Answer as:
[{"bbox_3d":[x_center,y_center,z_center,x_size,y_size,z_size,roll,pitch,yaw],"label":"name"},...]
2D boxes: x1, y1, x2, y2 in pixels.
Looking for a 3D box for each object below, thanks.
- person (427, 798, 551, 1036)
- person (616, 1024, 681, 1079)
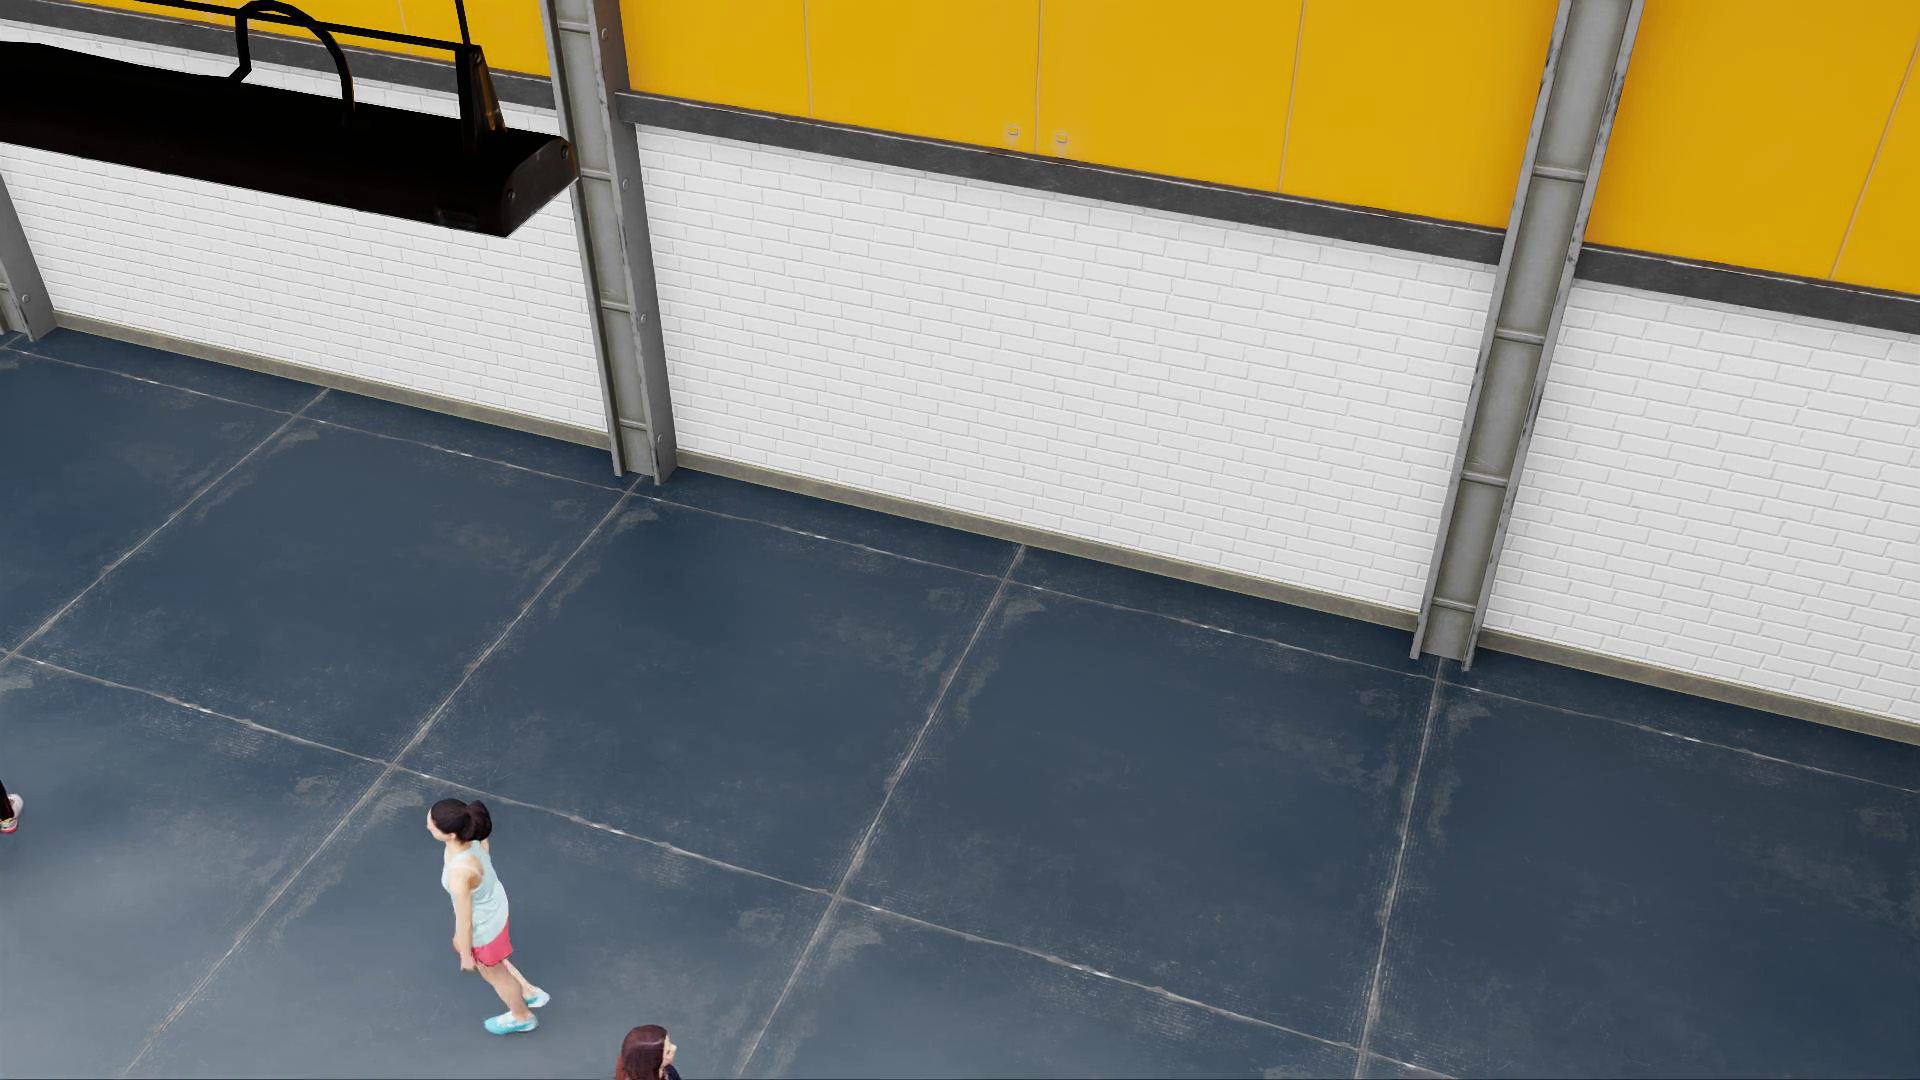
[{"bbox_3d":[-2.296,1.893,8.293,0.782,1.756,0.724,-2,39,-3],"label":"person"},{"bbox_3d":[-1.396,2.704,7.424,1.064,1.573,0.969,-14,41,-17],"label":"person"}]
